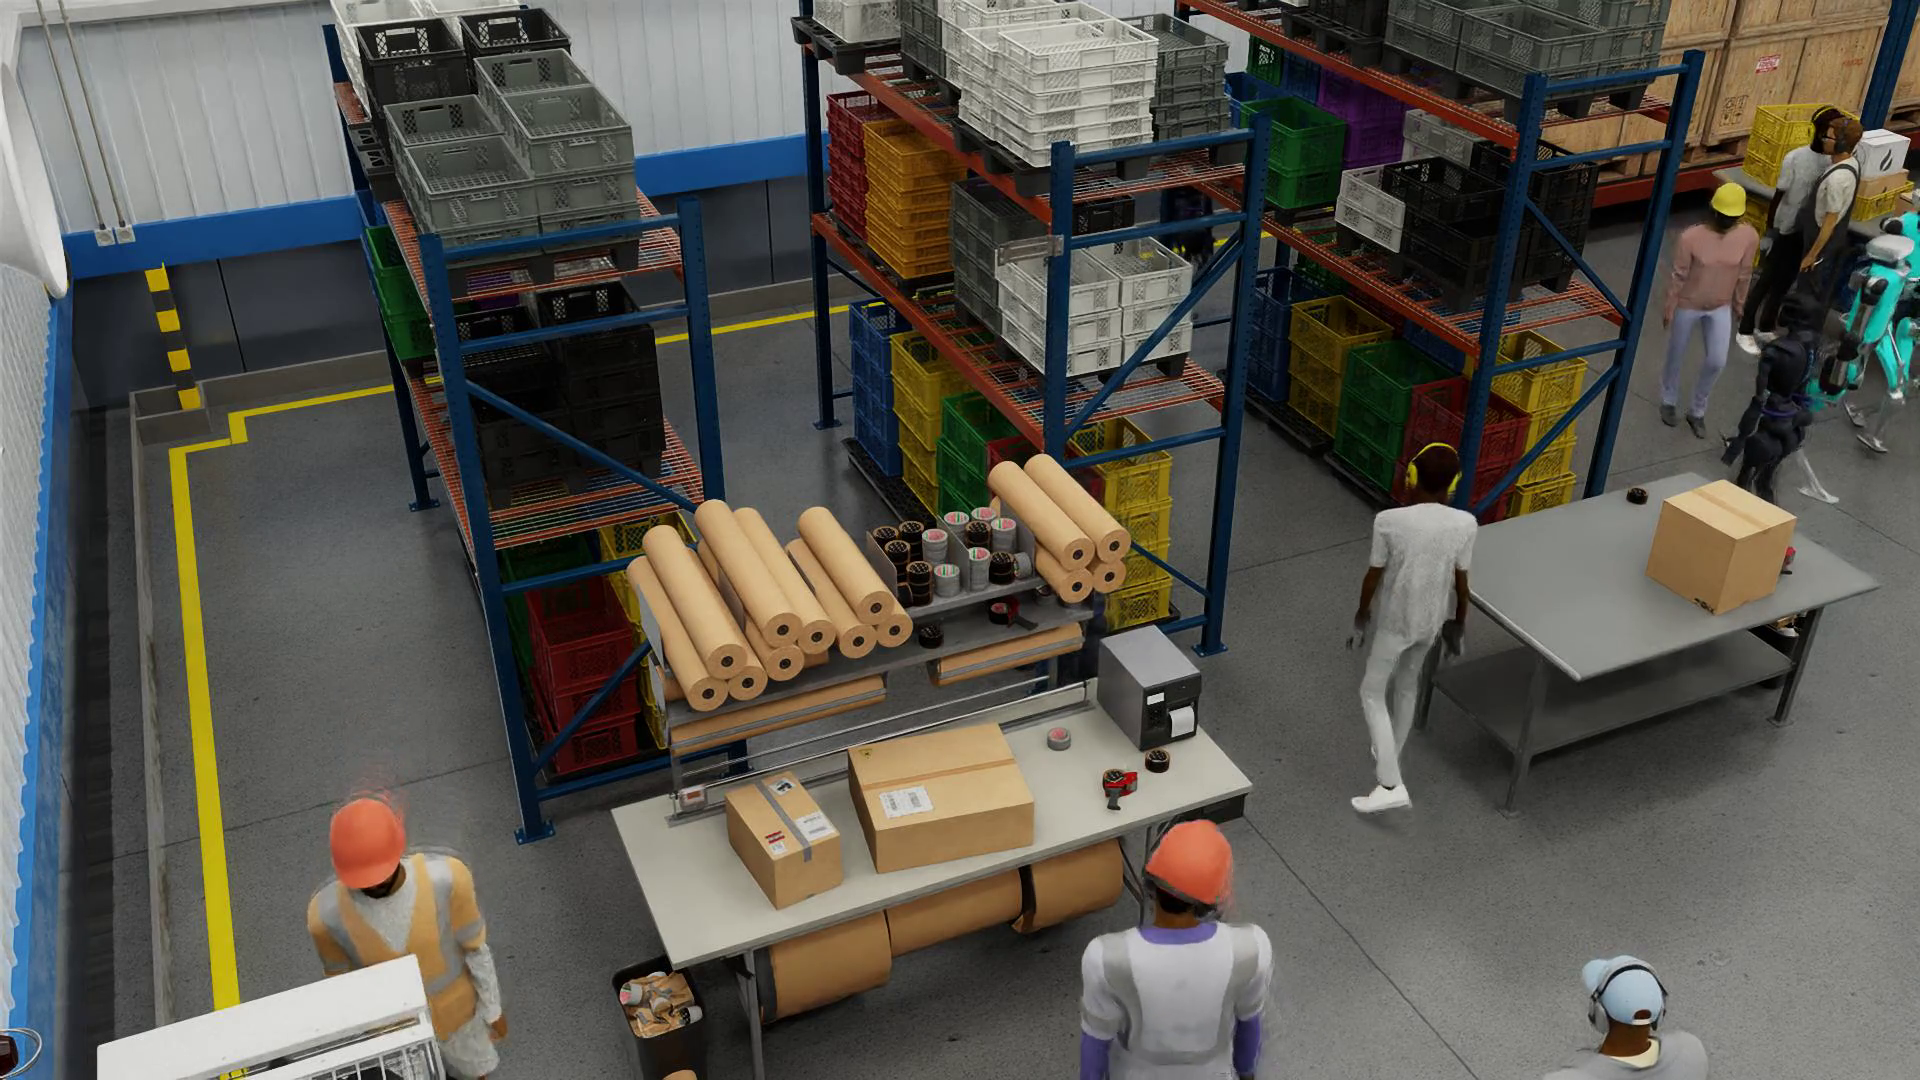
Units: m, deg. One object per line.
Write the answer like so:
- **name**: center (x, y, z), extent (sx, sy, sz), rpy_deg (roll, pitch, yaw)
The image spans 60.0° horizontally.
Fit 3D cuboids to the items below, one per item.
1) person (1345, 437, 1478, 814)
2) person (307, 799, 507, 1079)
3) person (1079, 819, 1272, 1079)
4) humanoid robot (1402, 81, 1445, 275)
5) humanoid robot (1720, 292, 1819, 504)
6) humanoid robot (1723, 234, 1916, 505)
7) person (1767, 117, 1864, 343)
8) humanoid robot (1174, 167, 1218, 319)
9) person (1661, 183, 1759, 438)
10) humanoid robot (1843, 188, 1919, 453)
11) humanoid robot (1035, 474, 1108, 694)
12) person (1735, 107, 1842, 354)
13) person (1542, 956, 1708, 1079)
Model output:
- **person**: center (2.117, 0.446, 7.759), extent (0.540, 1.835, 0.620), rpy_deg (-5, 32, -8)
- **person**: center (-1.899, 1.600, 5.809), extent (0.544, 1.910, 0.798), rpy_deg (-13, 34, -21)
- **person**: center (0.683, 1.765, 5.459), extent (0.611, 2.012, 0.928), rpy_deg (0, 32, 0)
- **humanoid robot**: center (3.682, -2.951, 13.423), extent (0.451, 1.635, 0.600), rpy_deg (-26, 40, -36)
- **humanoid robot**: center (4.745, -0.651, 9.702), extent (0.596, 1.655, 0.342), rpy_deg (-21, 37, -30)
- **humanoid robot**: center (5.271, -1.124, 10.435), extent (0.923, 1.795, 0.550), rpy_deg (26, 40, 35)
- **person**: center (6.131, -2.108, 11.890), extent (0.333, 1.844, 0.507), rpy_deg (19, 36, 27)
- **humanoid robot**: center (1.713, -2.415, 12.550), extent (0.399, 1.652, 0.601), rpy_deg (-10, 33, -16)
- **person**: center (4.932, -1.508, 10.999), extent (0.557, 1.742, 0.605), rpy_deg (3, 32, 5)
- **humanoid robot**: center (6.131, -1.358, 10.761), extent (0.548, 1.746, 0.944), rpy_deg (-3, 32, -5)
- **humanoid robot**: center (0.512, 0.411, 7.989), extent (0.729, 1.626, 0.610), rpy_deg (0, 32, 0)
- **person**: center (6.065, -2.241, 12.108), extent (0.534, 1.856, 0.354), rpy_deg (-9, 33, -14)
- **person**: center (1.938, 2.006, 5.208), extent (0.588, 1.846, 0.407), rpy_deg (-11, 33, -17)
